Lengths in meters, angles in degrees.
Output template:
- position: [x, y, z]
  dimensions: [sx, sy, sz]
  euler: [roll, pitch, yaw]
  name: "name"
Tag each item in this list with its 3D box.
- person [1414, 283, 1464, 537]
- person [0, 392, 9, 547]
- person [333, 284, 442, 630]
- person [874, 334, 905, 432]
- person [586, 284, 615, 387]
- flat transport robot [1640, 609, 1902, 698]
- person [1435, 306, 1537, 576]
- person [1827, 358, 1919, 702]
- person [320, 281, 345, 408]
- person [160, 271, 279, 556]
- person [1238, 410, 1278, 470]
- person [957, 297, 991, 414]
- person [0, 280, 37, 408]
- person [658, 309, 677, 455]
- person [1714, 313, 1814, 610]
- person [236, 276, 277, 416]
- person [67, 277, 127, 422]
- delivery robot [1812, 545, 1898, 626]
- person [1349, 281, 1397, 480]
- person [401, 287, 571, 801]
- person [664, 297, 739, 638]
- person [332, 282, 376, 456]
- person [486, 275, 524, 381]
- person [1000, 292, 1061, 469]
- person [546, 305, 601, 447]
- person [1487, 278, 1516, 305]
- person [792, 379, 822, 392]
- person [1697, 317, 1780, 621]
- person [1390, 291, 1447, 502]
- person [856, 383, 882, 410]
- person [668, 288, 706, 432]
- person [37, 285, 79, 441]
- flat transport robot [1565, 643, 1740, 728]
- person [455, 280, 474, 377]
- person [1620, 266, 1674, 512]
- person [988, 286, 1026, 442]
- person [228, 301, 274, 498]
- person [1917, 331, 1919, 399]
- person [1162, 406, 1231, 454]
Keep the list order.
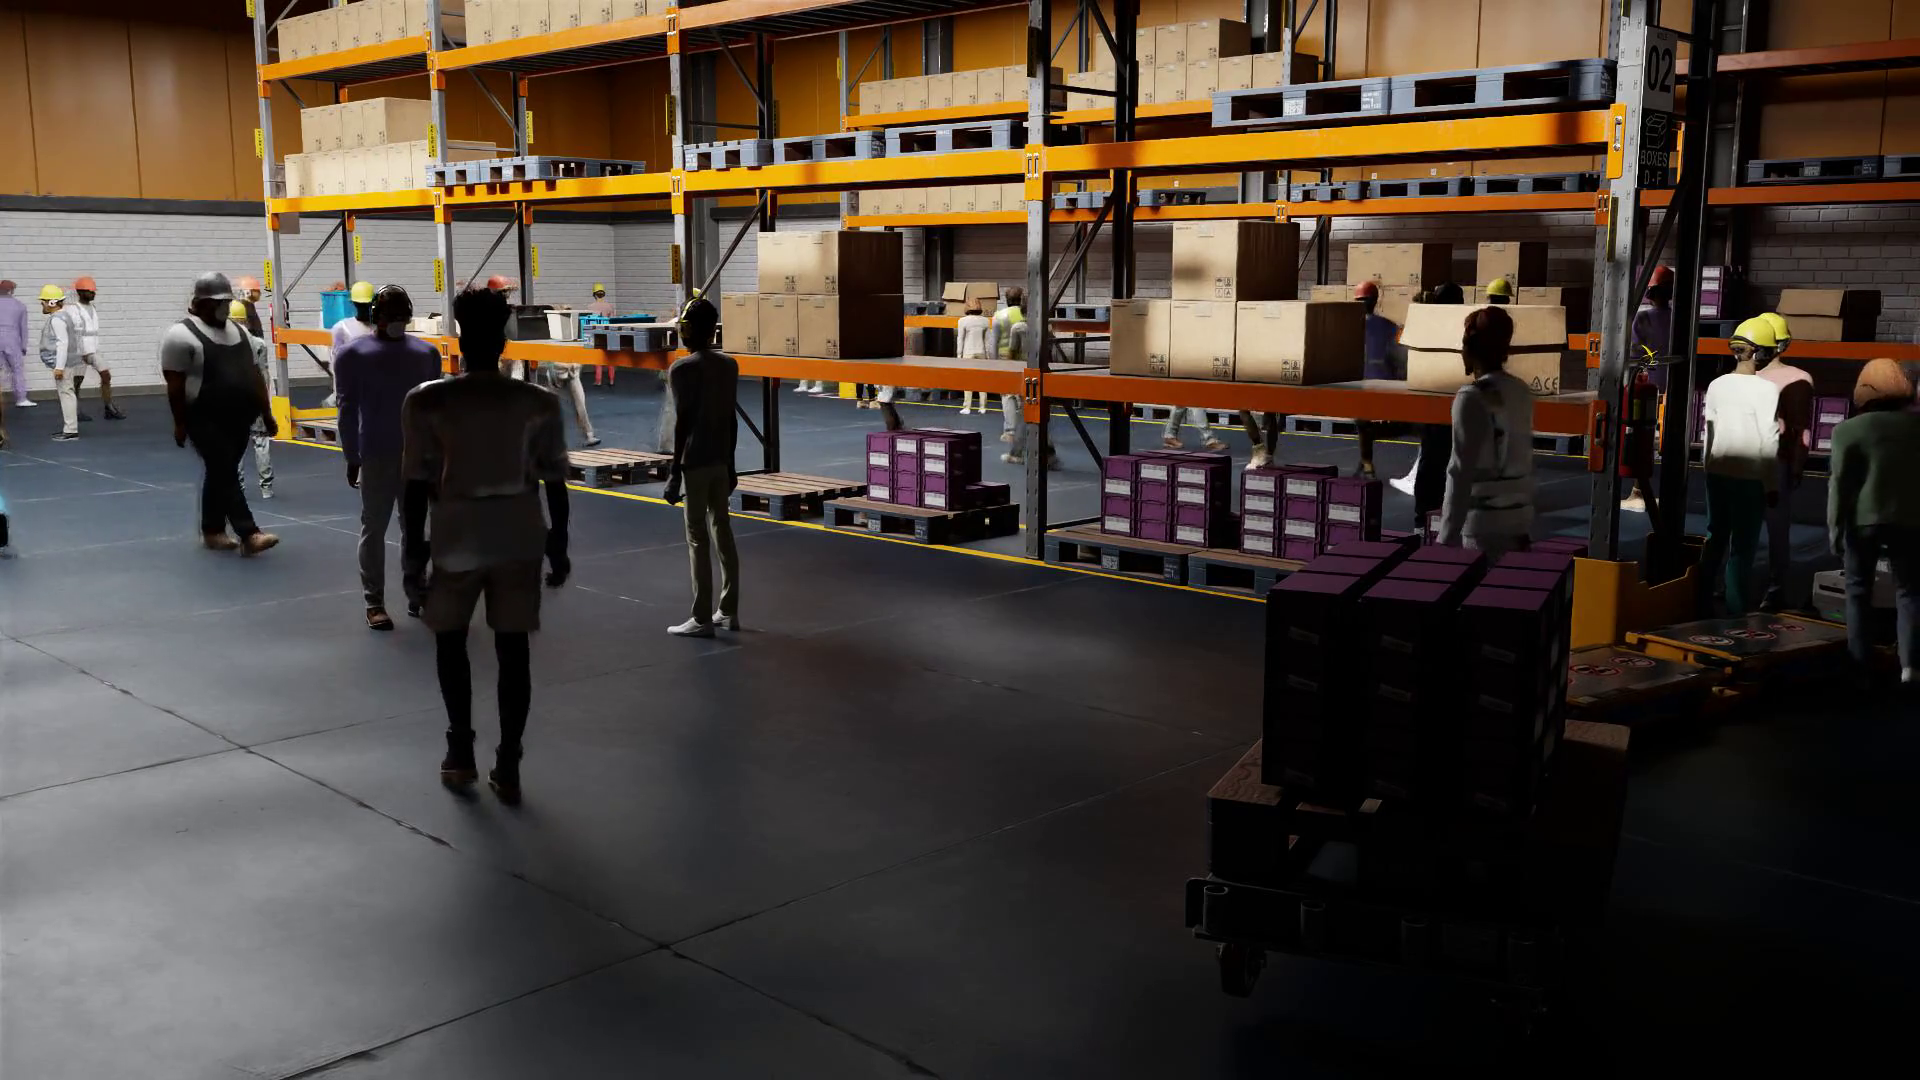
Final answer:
- position: [3.618, -0.972, 12.544]
  dimensions: [0.388, 1.919, 0.593]
  euler: [7, 11, 35]
  name: "person"
- position: [-7.079, -0.803, 11.813]
  dimensions: [0.698, 1.826, 0.568]
  euler: [8, 12, 40]
  name: "person"
- position: [-3.202, -0.473, 9.442]
  dimensions: [0.627, 1.934, 0.372]
  euler: [-9, 13, -43]
  name: "person"
- position: [-0.795, -1.797, 18.294]
  dimensions: [0.371, 1.680, 0.550]
  euler: [4, 10, 24]
  name: "person"
- position: [-6.197, -3.525, 28.664]
  dimensions: [0.524, 1.769, 0.316]
  euler: [-7, 12, -37]
  name: "person"
- position: [3.960, 0.550, 8.253]
  dimensions: [1.431, 0.197, 0.652]
  euler: [-5, 11, -28]
  name: "flat transport robot"
- position: [2.309, -0.046, 7.060]
  dimensions: [0.511, 1.868, 0.618]
  euler: [8, 12, 40]
  name: "person"
- position: [4.359, -0.045, 7.806]
  dimensions: [0.520, 1.605, 0.563]
  euler: [3, 10, 15]
  name: "person"
- position: [-7.957, -2.366, 21.244]
  dimensions: [0.642, 1.869, 0.594]
  euler: [4, 10, 22]
  name: "person"
- position: [-5.133, -0.902, 11.743]
  dimensions: [0.975, 2.000, 0.702]
  euler: [4, 10, 23]
  name: "person"
- position: [2.985, -1.649, 16.367]
  dimensions: [0.614, 2.022, 0.422]
  euler: [-5, 11, -28]
  name: "person"
- position: [0.196, -2.571, 23.241]
  dimensions: [0.496, 1.627, 0.271]
  euler: [-4, 10, -25]
  name: "person"
- position: [-13.957, -2.843, 24.198]
  dimensions: [0.743, 1.866, 0.396]
  euler: [-7, 12, -39]
  name: "person"
- position: [-3.024, -1.713, 18.002]
  dimensions: [0.625, 1.606, 0.575]
  euler: [2, 9, 9]
  name: "person"
- position: [4.775, -0.467, 9.922]
  dimensions: [0.330, 1.765, 0.533]
  euler: [-7, 12, -36]
  name: "person"
- position: [-8.909, -2.324, 20.797]
  dimensions: [1.039, 1.948, 0.622]
  euler: [-2, 9, -10]
  name: "person"
- position: [-11.462, -2.506, 21.964]
  dimensions: [0.833, 1.905, 0.552]
  euler: [2, 9, 10]
  name: "person"
- position: [4.893, 0.269, 8.821]
  dimensions: [0.707, 0.478, 0.477]
  euler: [-4, 10, -22]
  name: "delivery robot"
- position: [3.703, -1.437, 15.430]
  dimensions: [0.552, 1.903, 0.773]
  euler: [-3, 10, -19]
  name: "person"
- position: [-1.833, 0.015, 6.423]
  dimensions: [0.652, 1.938, 0.622]
  euler: [-4, 10, -23]
  name: "person"
- position: [-1.424, -0.395, 9.160]
  dimensions: [0.329, 1.872, 0.508]
  euler: [6, 11, 34]
  name: "person"
- position: [-5.366, -1.393, 15.211]
  dimensions: [0.590, 1.897, 0.840]
  euler: [-7, 12, -37]
  name: "person"
- position: [-5.525, -2.262, 20.368]
  dimensions: [1.013, 1.956, 0.641]
  euler: [4, 10, 21]
  name: "person"
- position: [0.727, -1.623, 16.907]
  dimensions: [0.533, 1.804, 0.956]
  euler: [-8, 12, -39]
  name: "person"
- position: [-4.413, -1.825, 18.710]
  dimensions: [0.511, 1.603, 0.833]
  euler: [-9, 13, -44]
  name: "person"
- position: [5.470, -1.715, 17.082]
  dimensions: [0.386, 1.922, 0.594]
  euler: [3, 10, 18]
  name: "person"
- position: [-2.504, -3.190, 27.102]
  dimensions: [0.598, 1.587, 0.521]
  euler: [-4, 10, -25]
  name: "person"
- position: [4.309, -0.340, 9.174]
  dimensions: [0.339, 1.760, 0.528]
  euler: [-2, 10, -14]
  name: "person"
- position: [4.058, -1.248, 14.524]
  dimensions: [0.545, 1.821, 0.933]
  euler: [-7, 11, -36]
  name: "person"
- position: [-1.315, -2.717, 23.920]
  dimensions: [0.539, 1.695, 0.319]
  euler: [9, 13, 44]
  name: "person"
- position: [-2.777, -1.719, 17.385]
  dimensions: [0.592, 1.832, 0.404]
  euler: [-9, 13, -42]
  name: "person"
- position: [-10.611, -2.080, 19.597]
  dimensions: [0.404, 1.834, 0.591]
  euler: [-4, 10, -24]
  name: "person"
- position: [2.782, 0.685, 7.425]
  dimensions: [1.431, 0.197, 0.652]
  euler: [-6, 11, -34]
  name: "flat transport robot"
- position: [-6.294, -2.396, 21.393]
  dimensions: [0.593, 1.880, 0.671]
  euler: [-5, 10, -26]
  name: "person"
- position: [5.781, -1.250, 13.868]
  dimensions: [0.616, 2.041, 0.379]
  euler: [-1, 9, -8]
  name: "person"
- position: [0.633, -2.060, 19.516]
  dimensions: [0.632, 1.829, 0.438]
  euler: [-5, 10, -26]
  name: "person"
- position: [-6.317, -1.222, 14.613]
  dimensions: [0.486, 1.744, 0.310]
  euler: [-6, 11, -32]
  name: "person"
- position: [8.627, -1.297, 14.619]
  dimensions: [0.668, 1.888, 0.469]
  euler: [-7, 12, -36]
  name: "person"
- position: [2.605, -1.909, 18.405]
  dimensions: [0.647, 1.885, 1.009]
  euler: [-9, 13, -43]
  name: "person"
